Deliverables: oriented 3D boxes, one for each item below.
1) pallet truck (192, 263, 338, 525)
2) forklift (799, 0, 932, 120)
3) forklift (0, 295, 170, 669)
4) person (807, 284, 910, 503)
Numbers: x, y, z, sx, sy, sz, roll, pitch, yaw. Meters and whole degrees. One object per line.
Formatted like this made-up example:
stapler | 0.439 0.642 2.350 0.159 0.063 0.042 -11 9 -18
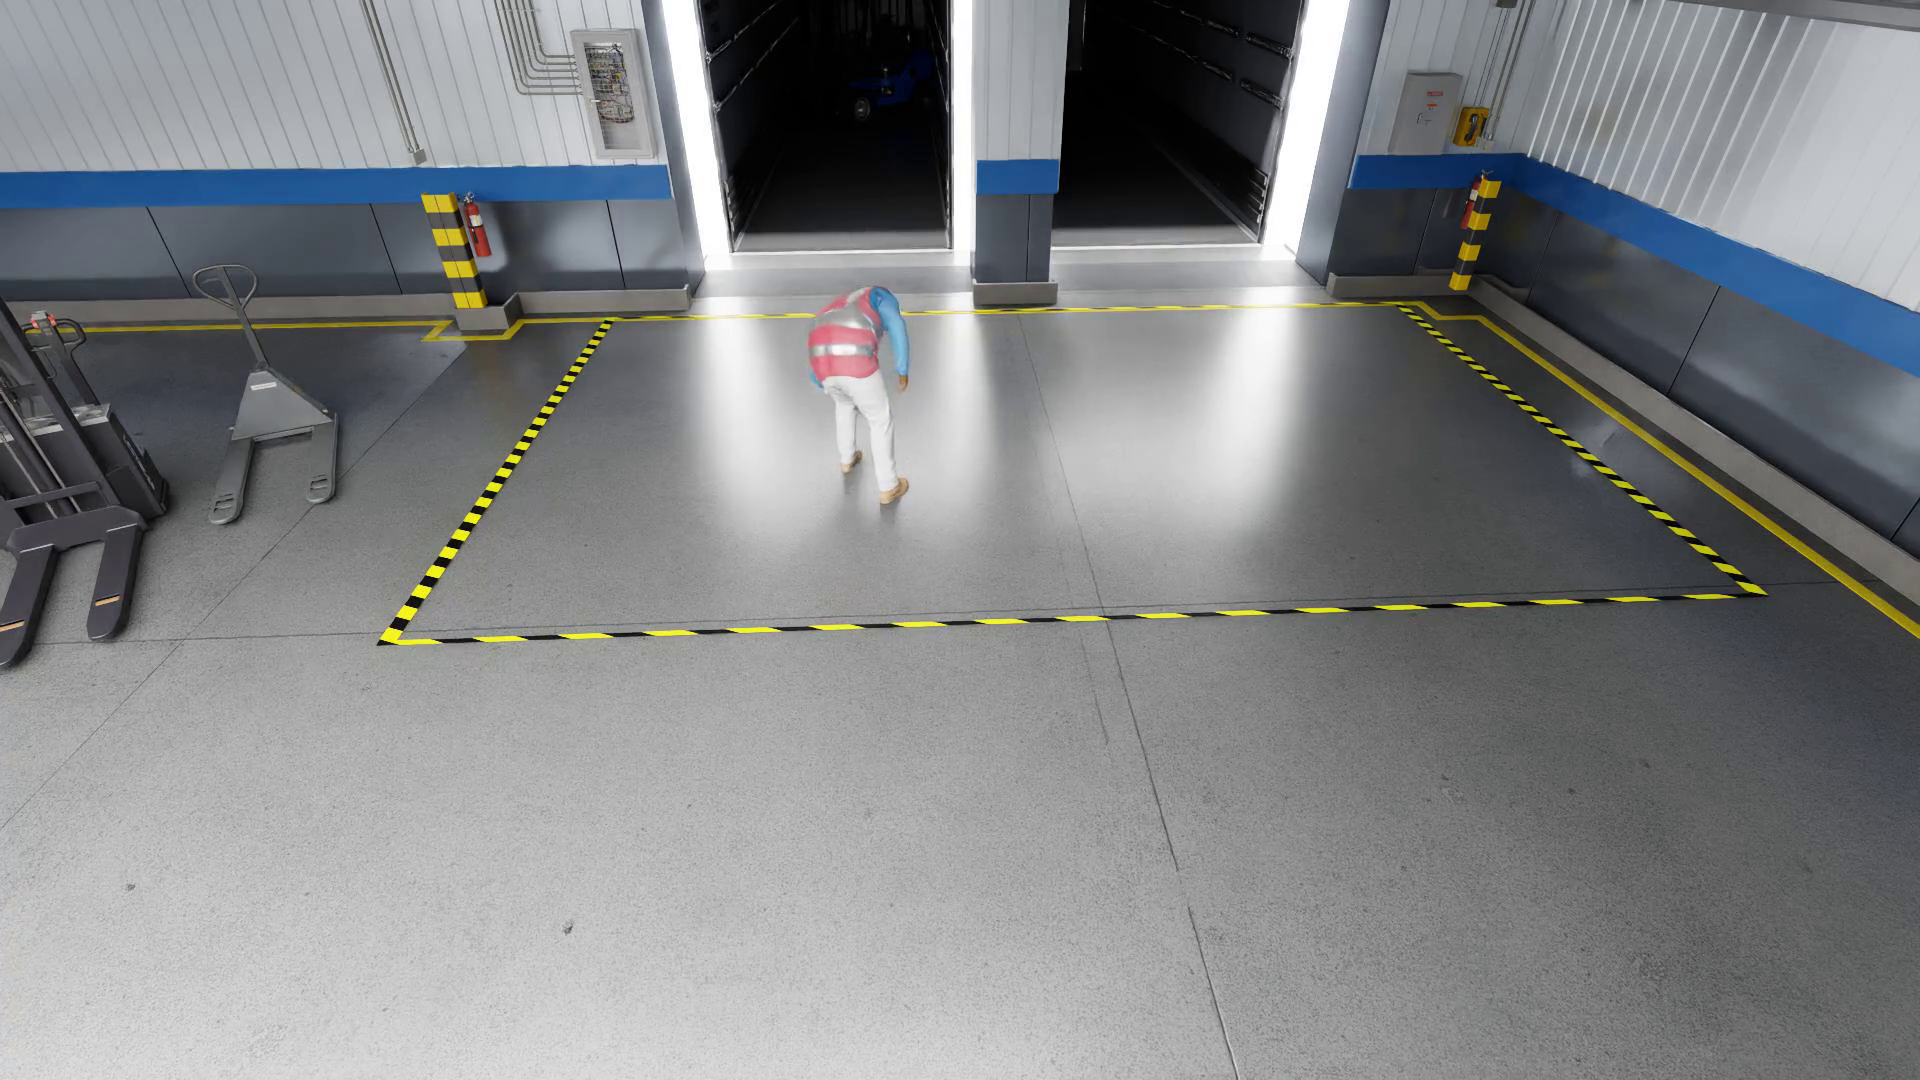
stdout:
pallet truck | -4.778 -1.027 6.128 0.680 1.201 1.601 -17 38 -23
forklift | -1.637 -8.717 16.203 1.157 2.036 2.680 27 43 33
forklift | -5.212 -0.618 4.878 0.823 1.965 1.885 -20 39 -26
person | -0.624 -1.042 6.143 0.864 1.287 0.882 21 40 27
